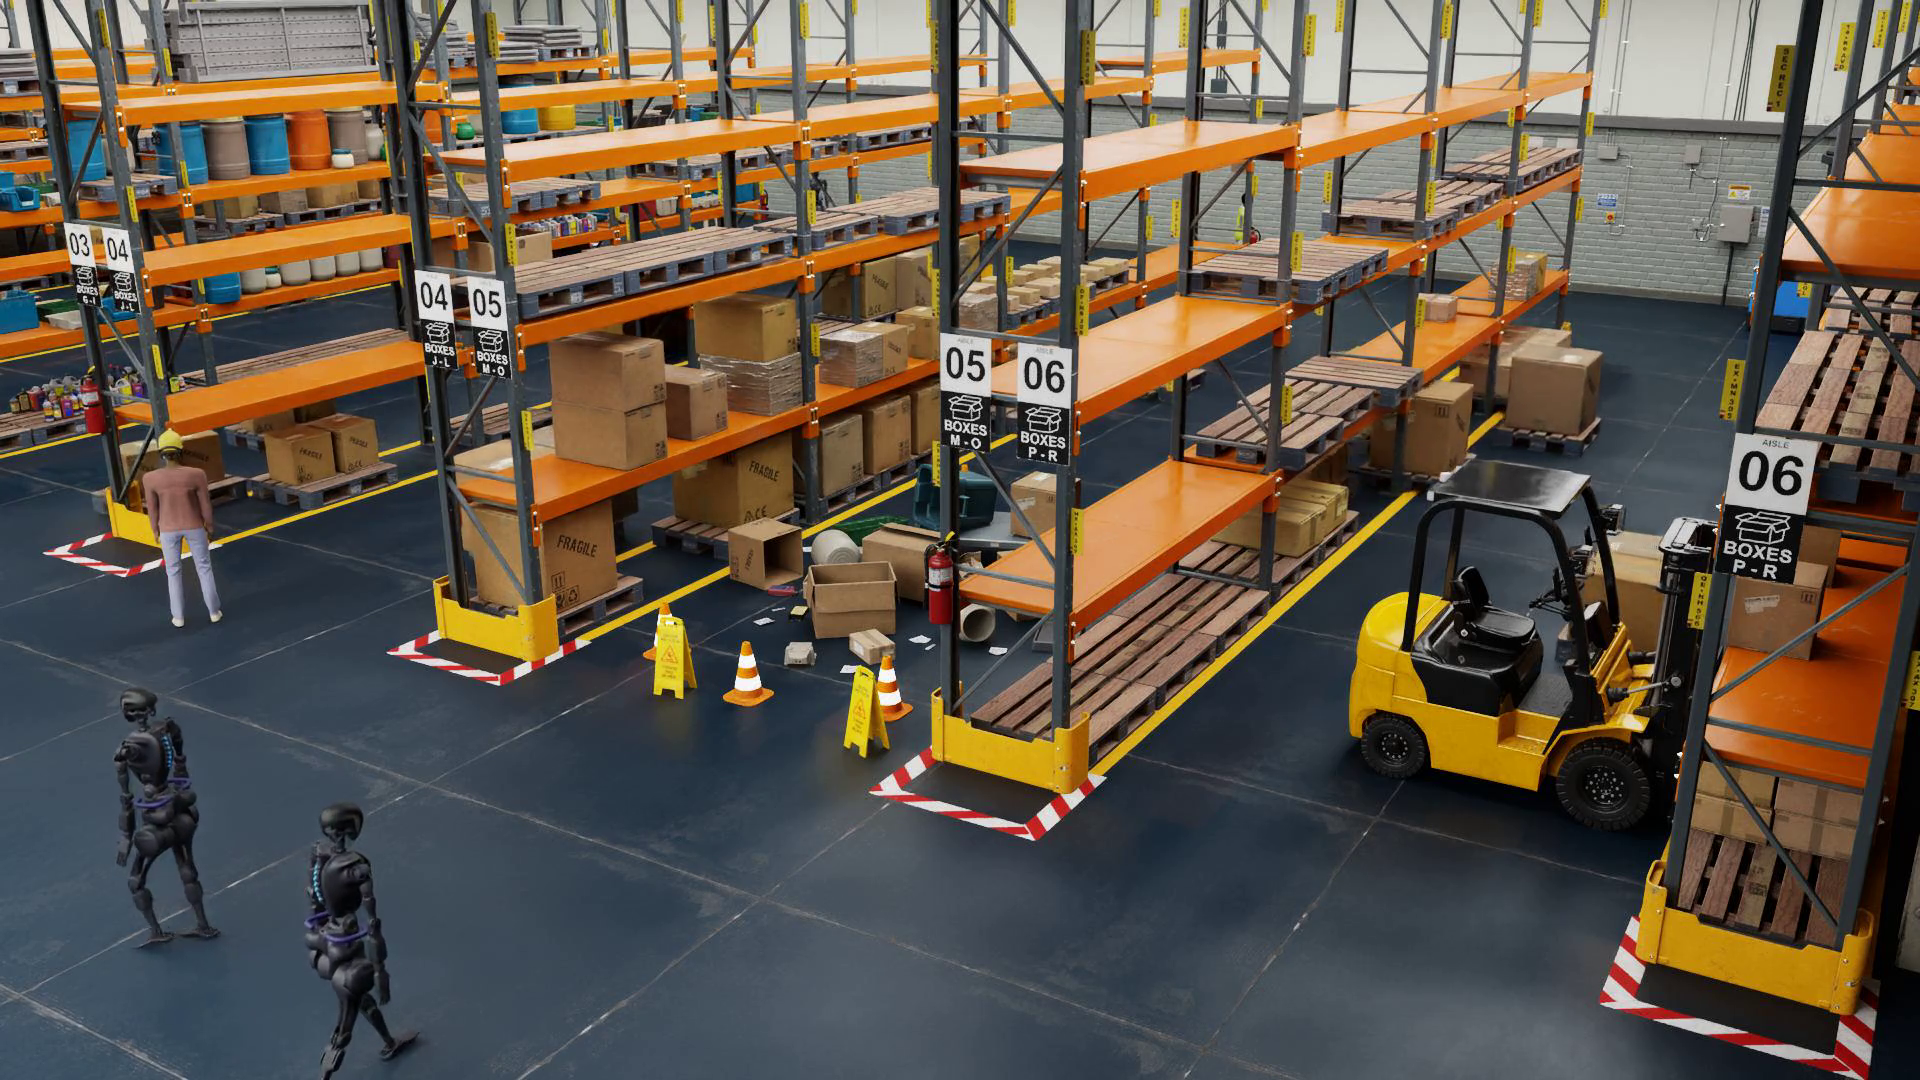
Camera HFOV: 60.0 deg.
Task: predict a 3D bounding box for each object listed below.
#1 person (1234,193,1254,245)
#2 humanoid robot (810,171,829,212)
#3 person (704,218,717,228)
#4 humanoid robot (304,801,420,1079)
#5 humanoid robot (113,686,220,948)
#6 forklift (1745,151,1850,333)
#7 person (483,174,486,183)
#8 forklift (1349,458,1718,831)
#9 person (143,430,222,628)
[{"bbox_3d":[5.185,-5.514,30.386,0.326,1.685,0.538,-2,19,-6],"label":"person"},{"bbox_3d":[-2.975,-6.934,34.586,0.600,1.626,0.785,-9,21,-25],"label":"humanoid robot"},{"bbox_3d":[-5.235,-7.064,34.868,0.489,1.688,0.347,-6,20,-16],"label":"person"},{"bbox_3d":[-3.145,2.088,8.505,0.609,1.616,0.805,14,23,35],"label":"humanoid robot"},{"bbox_3d":[-4.716,1.620,9.783,0.462,1.643,0.587,4,19,12],"label":"humanoid robot"},{"bbox_3d":[13.620,-4.667,26.137,1.873,2.768,1.129,11,22,29],"label":"forklift"},{"bbox_3d":[-10.415,-7.742,36.654,0.334,1.800,0.523,14,23,35],"label":"person"},{"bbox_3d":[3.988,0.658,11.776,2.313,2.155,1.214,11,22,29],"label":"forklift"},{"bbox_3d":[-6.840,-0.101,14.637,0.517,1.758,0.342,-8,21,-21],"label":"person"}]
